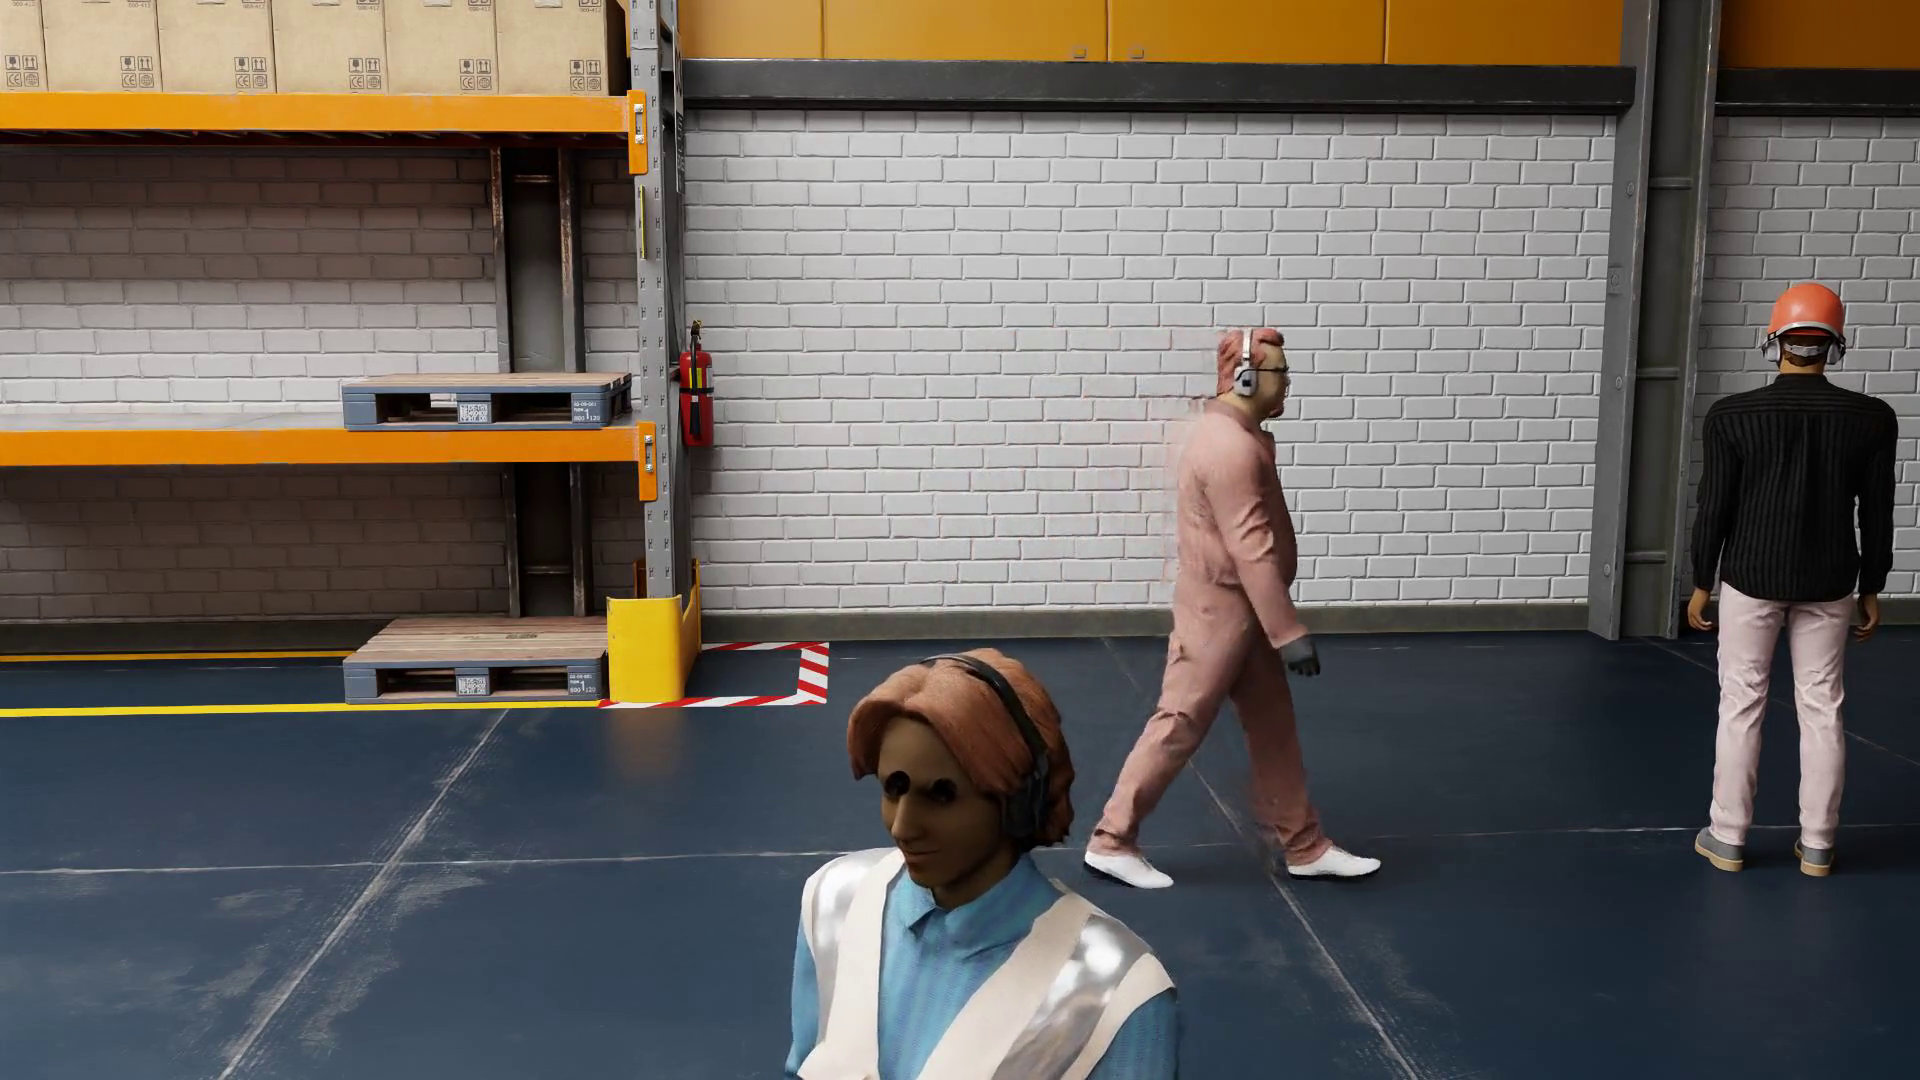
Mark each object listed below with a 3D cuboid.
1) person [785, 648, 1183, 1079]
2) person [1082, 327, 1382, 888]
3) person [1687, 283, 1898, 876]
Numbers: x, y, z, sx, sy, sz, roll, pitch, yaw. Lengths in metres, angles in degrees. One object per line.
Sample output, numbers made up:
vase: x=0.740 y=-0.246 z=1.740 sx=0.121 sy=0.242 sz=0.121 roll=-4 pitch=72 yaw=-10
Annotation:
person: x=0.017 y=0.922 z=1.851 sx=0.515 sy=1.635 sz=0.310 roll=8 pitch=12 yaw=40
person: x=0.866 y=0.247 z=5.409 sx=0.980 sy=1.867 sz=0.647 roll=2 pitch=9 yaw=12
person: x=2.786 y=0.141 z=5.611 sx=0.623 sy=1.993 sz=0.384 roll=2 pitch=9 yaw=13
